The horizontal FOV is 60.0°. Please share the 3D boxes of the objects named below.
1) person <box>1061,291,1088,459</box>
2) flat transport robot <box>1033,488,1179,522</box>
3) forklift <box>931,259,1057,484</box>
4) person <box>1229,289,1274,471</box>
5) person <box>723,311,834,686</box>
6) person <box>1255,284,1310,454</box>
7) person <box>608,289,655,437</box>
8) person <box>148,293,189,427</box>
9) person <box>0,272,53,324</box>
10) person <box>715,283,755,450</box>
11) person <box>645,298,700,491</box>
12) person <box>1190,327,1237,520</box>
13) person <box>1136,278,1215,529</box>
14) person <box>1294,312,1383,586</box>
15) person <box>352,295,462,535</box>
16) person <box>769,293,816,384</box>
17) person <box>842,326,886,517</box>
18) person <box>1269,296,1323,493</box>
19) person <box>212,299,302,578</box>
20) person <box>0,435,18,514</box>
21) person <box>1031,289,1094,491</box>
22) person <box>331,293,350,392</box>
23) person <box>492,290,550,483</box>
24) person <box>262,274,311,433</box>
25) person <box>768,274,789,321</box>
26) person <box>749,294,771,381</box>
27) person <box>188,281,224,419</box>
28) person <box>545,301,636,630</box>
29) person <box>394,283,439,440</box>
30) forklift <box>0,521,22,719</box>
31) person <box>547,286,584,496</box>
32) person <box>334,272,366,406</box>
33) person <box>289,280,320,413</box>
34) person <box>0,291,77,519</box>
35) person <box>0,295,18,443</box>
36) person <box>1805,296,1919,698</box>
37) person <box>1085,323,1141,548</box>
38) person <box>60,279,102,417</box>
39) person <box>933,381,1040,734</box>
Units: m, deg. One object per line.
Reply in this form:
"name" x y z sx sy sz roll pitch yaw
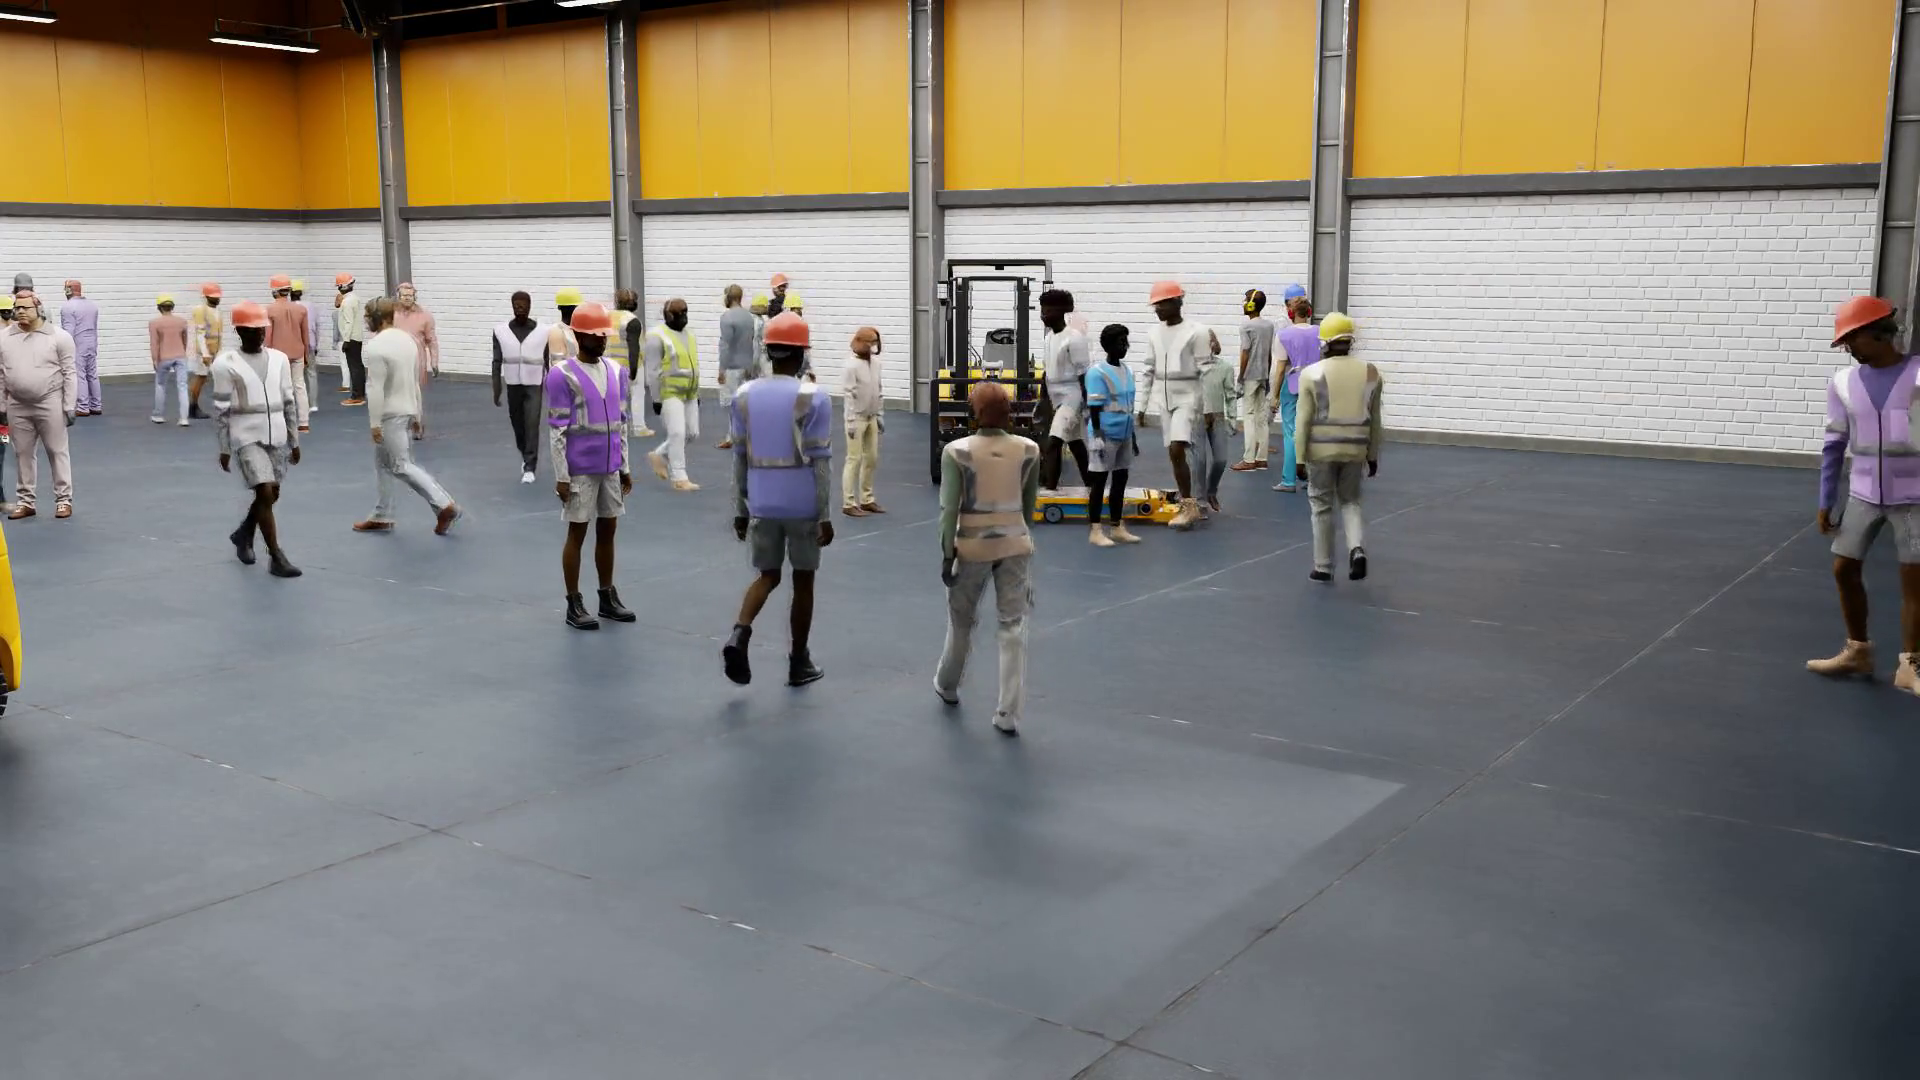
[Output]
"person" 1.134 -1.804 18.220 0.429 1.838 0.621 6 11 32
"flat transport robot" 1.112 -0.304 13.935 1.431 0.197 0.652 1 10 5
"forklift" 0.370 -1.738 16.759 1.214 2.155 2.313 1 10 3
"person" 3.012 -1.644 17.148 0.530 1.876 0.323 -9 13 -42
"person" -0.910 -0.175 8.291 0.550 1.917 0.624 4 10 21
"person" 3.708 -1.867 18.405 0.996 1.891 0.648 7 12 34
"person" -4.132 -2.150 20.312 0.722 1.825 0.621 -9 13 -44
"person" -10.405 -2.363 21.845 0.519 1.726 0.833 -9 13 -43
"person" -12.792 -2.684 22.847 0.681 2.000 0.609 -8 13 -41
"person" -2.482 -1.946 18.825 0.669 1.913 0.634 3 10 17
"person" -2.731 -1.379 15.729 0.624 1.821 0.638 6 11 31
"person" 2.078 -0.987 14.006 0.520 1.609 0.457 -1 10 -8
"person" 1.697 -1.078 13.362 0.639 2.014 0.636 -9 13 -43
"person" 2.486 -0.588 10.997 0.605 1.823 0.470 -1 10 -8
"person" -4.387 -0.968 13.077 0.932 1.904 0.630 1 10 9
"person" -1.998 -2.014 19.625 0.930 1.791 0.626 5 11 27
"person" -0.818 -1.003 14.093 0.305 1.621 0.502 6 11 32
"person" 3.166 -1.348 15.492 0.563 1.837 0.389 -4 10 -21
"person" -4.897 -0.716 11.540 0.890 1.908 0.552 7 12 37
"person" -8.294 -1.093 14.016 0.554 1.817 0.628 2 10 9
"person" 0.819 -1.158 14.095 0.884 1.917 0.607 -3 10 -16
"person" -10.173 -3.269 27.545 0.275 1.631 0.507 6 11 33
"person" -4.334 -1.545 16.568 0.607 1.879 0.956 -1 10 -6
"person" -8.390 -2.303 20.709 0.372 1.997 0.622 8 13 41
"person" -2.661 -2.864 24.110 0.810 1.964 0.664 7 12 37
"person" -2.623 -2.428 22.291 0.743 1.717 0.501 -3 10 -15
"person" -10.188 -2.577 22.666 0.970 1.874 0.572 3 10 16
"person" -2.152 -0.438 9.810 0.380 1.929 0.543 7 12 36
"person" -6.575 -2.111 19.870 0.679 1.884 0.738 -3 10 -19
"forklift" -5.296 -0.090 6.943 1.214 2.155 2.313 7 12 35
"person" -3.580 -1.360 15.297 0.369 1.928 0.586 0 10 2
"person" -9.141 -3.008 24.939 0.392 1.986 0.610 -1 10 -6
"person" -9.471 -2.774 23.857 0.605 1.880 0.958 -7 12 -37
"person" -7.757 -1.124 13.951 0.636 1.911 0.405 -1 10 -8
"person" -11.272 -2.023 19.756 0.518 1.756 0.350 -7 12 -37
"person" 4.647 -0.205 8.274 0.392 1.989 0.740 -8 12 -39
"person" 1.154 -0.792 12.605 0.316 1.696 0.548 9 13 43
"person" -12.271 -2.667 23.151 0.403 1.904 0.651 1 10 7
"person" 0.117 0.059 7.812 0.522 1.598 0.834 -3 10 -15
